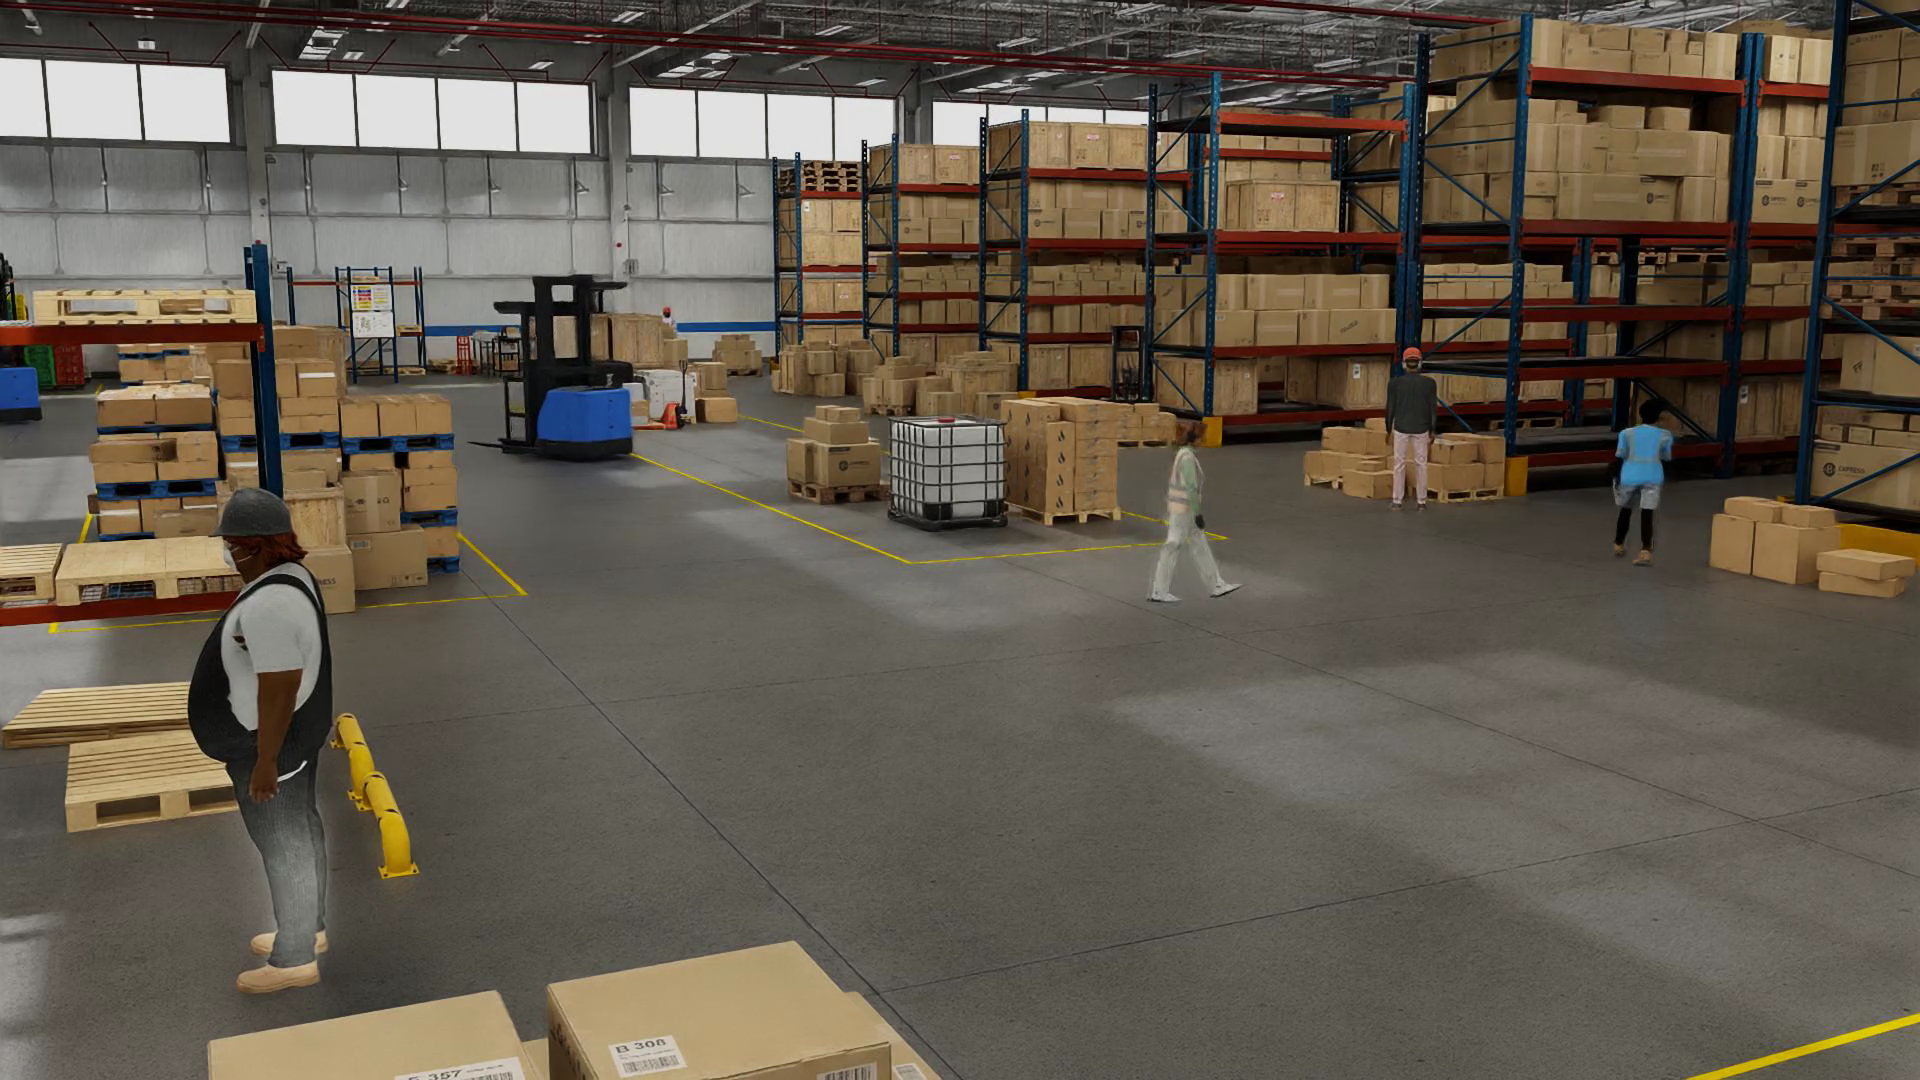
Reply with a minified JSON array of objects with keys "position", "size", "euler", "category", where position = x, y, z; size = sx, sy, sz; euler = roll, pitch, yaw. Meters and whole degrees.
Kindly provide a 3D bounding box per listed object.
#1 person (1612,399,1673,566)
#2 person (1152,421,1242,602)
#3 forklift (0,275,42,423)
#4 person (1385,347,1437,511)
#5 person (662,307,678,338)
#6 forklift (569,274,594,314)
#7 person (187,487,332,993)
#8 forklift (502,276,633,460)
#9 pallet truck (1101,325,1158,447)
[{"position":[6.776,-0.581,16.523],"size":[0.531,1.636,0.863],"euler":[3,10,19],"category":"person"},{"position":[2.070,-0.235,14.489],"size":[0.837,1.594,0.530],"euler":[1,9,7],"category":"person"},{"position":[-18.594,-3.649,31.728],"size":[1.873,2.768,1.129],"euler":[6,11,34],"category":"forklift"},{"position":[5.448,-1.333,20.116],"size":[0.611,1.988,0.391],"euler":[1,9,8],"category":"person"},{"position":[-8.409,-5.754,47.866],"size":[0.558,1.886,1.023],"euler":[-1,9,-7],"category":"person"},{"position":[-9.708,-5.445,42.867],"size":[1.873,2.768,1.129],"euler":[1,9,4],"category":"forklift"},{"position":[-2.833,0.794,6.755],"size":[0.538,2.000,0.689],"euler":[-2,9,-13],"category":"person"},{"position":[-6.146,-2.716,25.938],"size":[1.873,2.768,1.129],"euler":[7,11,35],"category":"forklift"},{"position":[2.881,-2.596,27.923],"size":[0.823,1.965,1.885],"euler":[-1,9,-7],"category":"pallet truck"}]
